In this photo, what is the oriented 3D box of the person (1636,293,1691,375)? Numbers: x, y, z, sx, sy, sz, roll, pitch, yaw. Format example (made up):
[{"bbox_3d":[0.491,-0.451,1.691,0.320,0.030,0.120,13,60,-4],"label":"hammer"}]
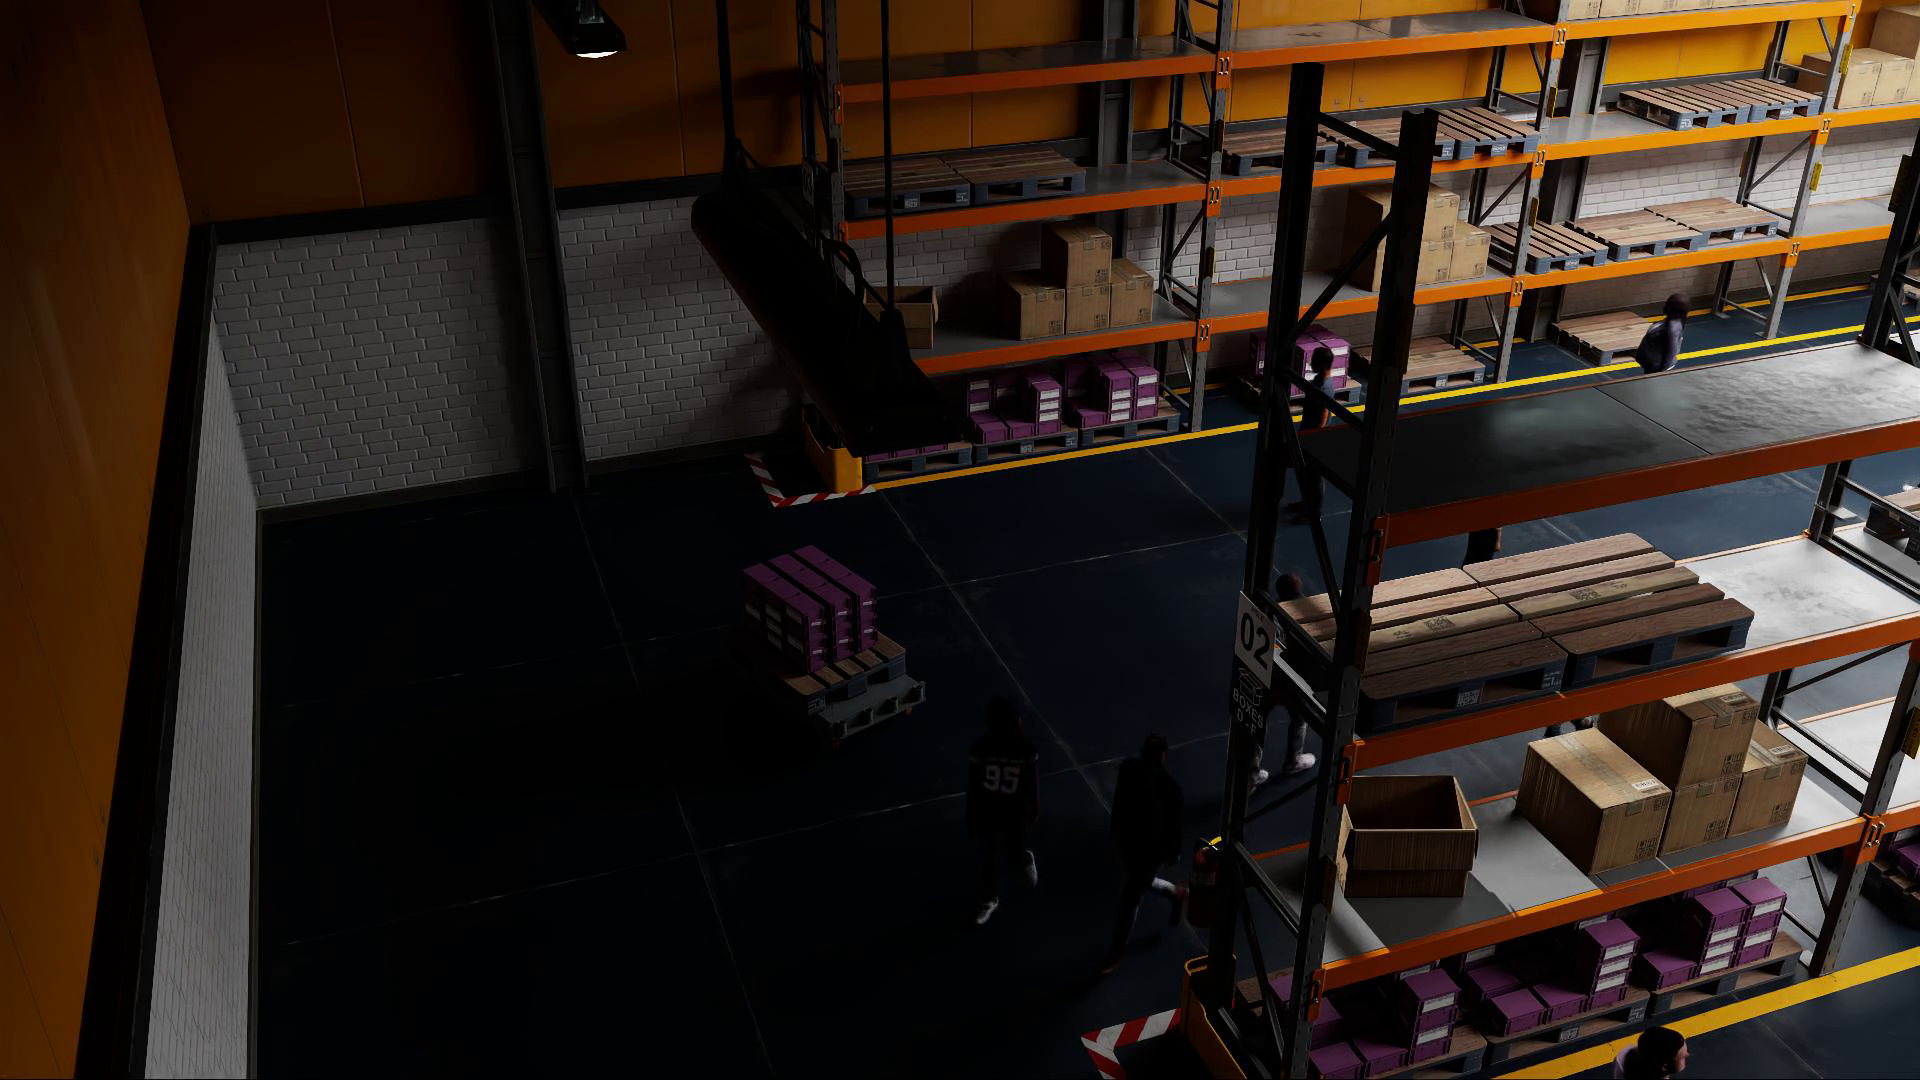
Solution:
[{"bbox_3d":[7.588,-1.921,18.000,0.858,1.596,0.797,13,31,22],"label":"person"}]

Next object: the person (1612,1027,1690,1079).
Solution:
[{"bbox_3d":[3.401,3.167,8.411,0.707,1.846,0.773,-1,29,-2],"label":"person"}]

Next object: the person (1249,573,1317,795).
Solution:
[{"bbox_3d":[2.301,1.094,12.267,0.933,1.793,1.070,25,37,38],"label":"person"}]

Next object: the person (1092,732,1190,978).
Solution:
[{"bbox_3d":[1.232,1.947,10.709,1.253,1.787,0.968,-22,36,-35],"label":"person"}]

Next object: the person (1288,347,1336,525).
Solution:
[{"bbox_3d":[3.461,-1.027,16.144,0.703,1.804,0.728,3,29,5],"label":"person"}]

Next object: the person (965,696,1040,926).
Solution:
[{"bbox_3d":[0.312,1.768,11.101,0.859,1.728,0.894,6,29,11],"label":"person"}]
